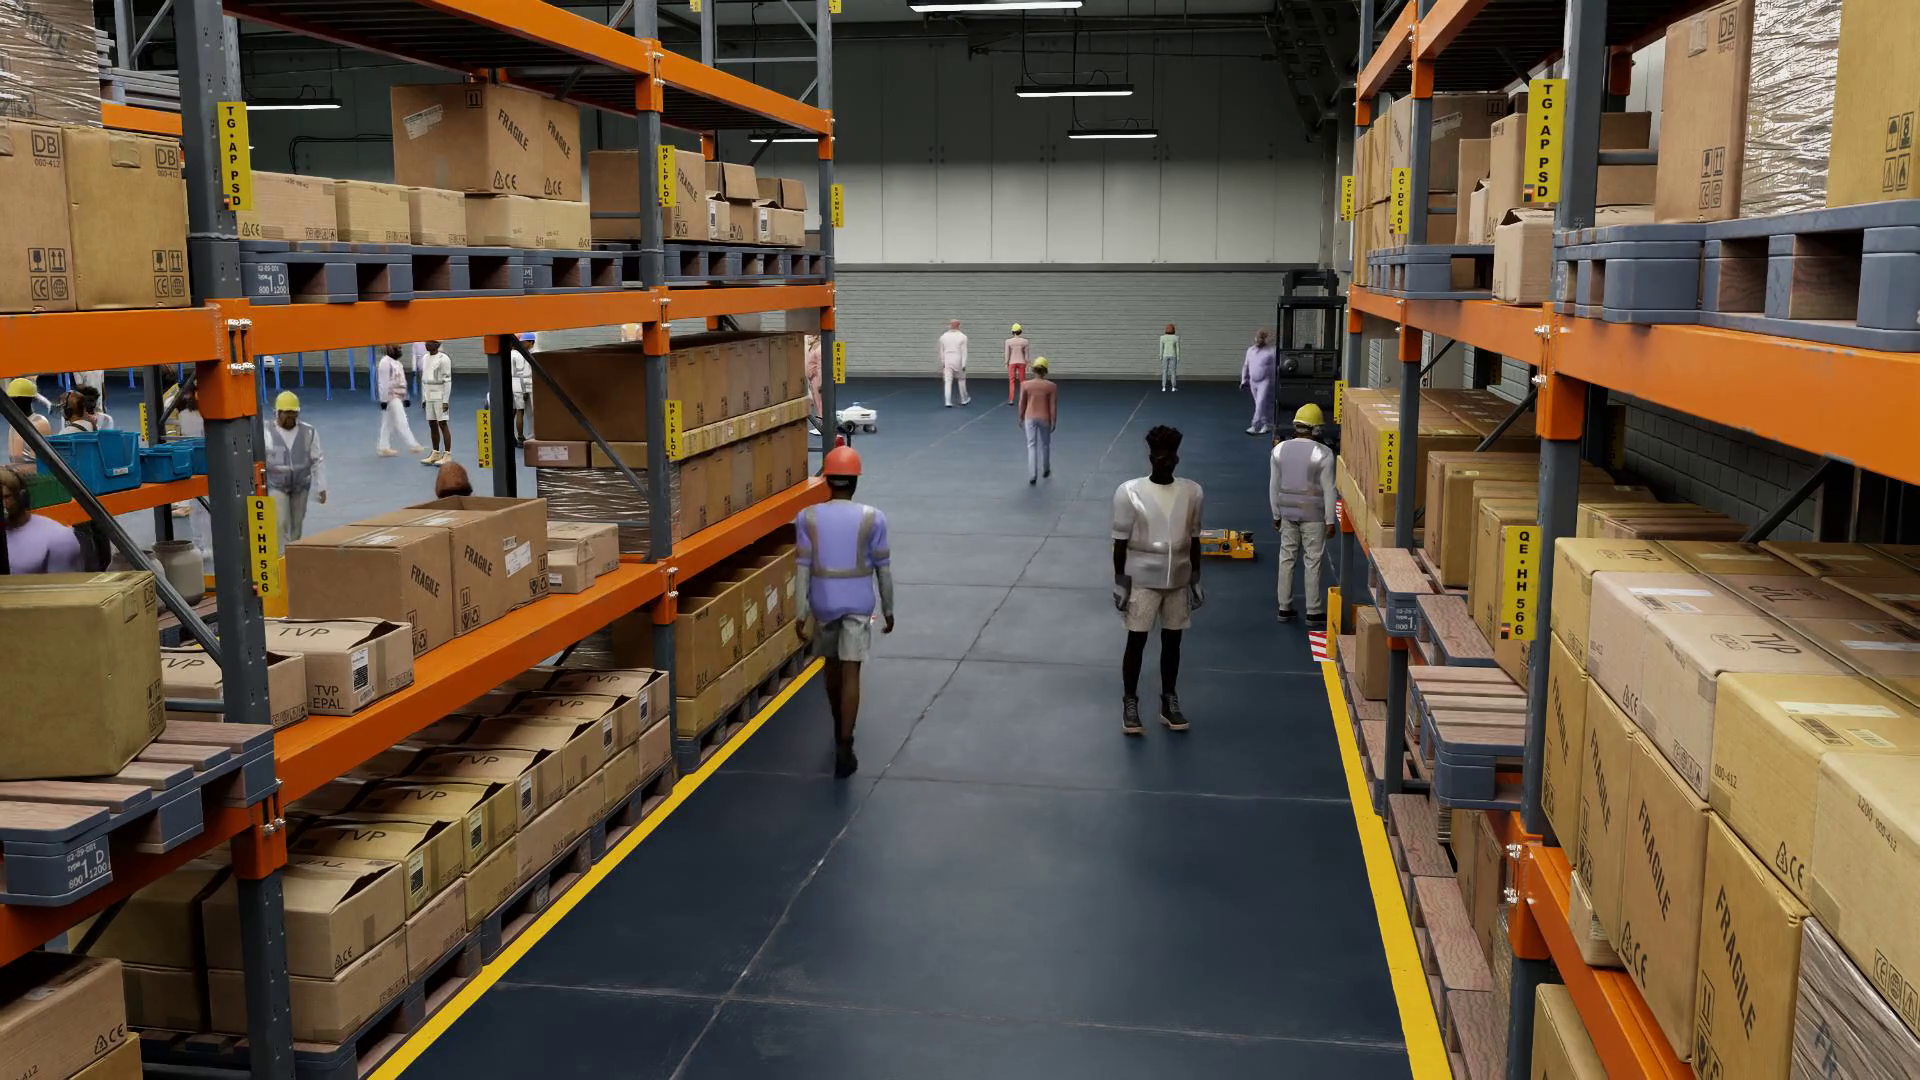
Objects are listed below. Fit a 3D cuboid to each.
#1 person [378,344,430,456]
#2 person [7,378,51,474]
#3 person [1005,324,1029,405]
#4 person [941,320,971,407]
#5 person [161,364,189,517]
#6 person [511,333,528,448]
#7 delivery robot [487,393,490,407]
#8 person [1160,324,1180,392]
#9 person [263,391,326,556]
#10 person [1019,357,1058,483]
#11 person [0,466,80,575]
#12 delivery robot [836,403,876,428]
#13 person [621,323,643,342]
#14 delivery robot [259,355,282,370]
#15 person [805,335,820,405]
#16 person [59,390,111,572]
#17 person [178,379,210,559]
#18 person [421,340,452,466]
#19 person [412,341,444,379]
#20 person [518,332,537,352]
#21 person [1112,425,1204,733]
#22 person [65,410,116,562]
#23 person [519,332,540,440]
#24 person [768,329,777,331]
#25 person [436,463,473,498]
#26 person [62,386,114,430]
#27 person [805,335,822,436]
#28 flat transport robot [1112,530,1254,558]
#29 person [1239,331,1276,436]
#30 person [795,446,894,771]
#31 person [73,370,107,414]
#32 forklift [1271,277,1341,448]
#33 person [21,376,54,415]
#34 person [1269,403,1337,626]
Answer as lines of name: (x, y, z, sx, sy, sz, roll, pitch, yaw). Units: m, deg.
person: (-8.806, -2.226, 26.259, 0.902, 1.802, 0.660, -1, 9, -3)
person: (-8.661, -0.542, 15.501, 0.586, 1.930, 0.361, 6, 11, 34)
person: (1.238, -3.821, 36.266, 0.535, 1.776, 0.348, -1, 9, -7)
person: (-0.088, -3.811, 35.871, 0.658, 1.855, 0.977, 3, 10, 20)
person: (-9.430, -1.204, 19.876, 0.621, 1.838, 0.429, 6, 11, 34)
person: (-7.330, -2.500, 27.550, 0.543, 1.939, 0.360, 8, 12, 41)
delivery robot: (-9.521, -2.912, 34.190, 0.477, 0.478, 0.707, -3, 10, -20)
person: (5.086, -4.415, 40.297, 0.504, 1.633, 0.279, 3, 10, 16)
person: (-6.296, -0.499, 15.661, 0.620, 1.780, 0.934, -7, 11, -35)
person: (1.089, -1.671, 23.106, 0.538, 1.718, 0.904, 1, 9, 6)
person: (-4.891, 0.568, 8.691, 0.630, 1.925, 0.434, 0, 9, -1)
delivery robot: (-1.882, -2.230, 29.985, 0.707, 0.478, 0.477, -5, 10, -27)
person: (-8.269, -4.843, 42.003, 0.543, 1.939, 0.356, -1, 9, -4)
delivery robot: (-19.795, -5.084, 47.585, 0.707, 0.478, 0.477, 1, 9, 9)
person: (-3.368, -3.925, 36.417, 0.638, 1.917, 0.744, -3, 10, -19)
person: (-7.964, -0.435, 15.098, 0.329, 1.844, 0.516, 1, 9, 5)
person: (-7.673, -0.731, 16.928, 0.521, 1.850, 0.631, 3, 10, 20)
person: (-7.883, -2.136, 24.967, 0.612, 2.048, 0.363, 7, 11, 36)
person: (-10.935, -3.571, 34.309, 0.617, 1.875, 0.964, -1, 9, -7)
person: (-9.739, -4.086, 37.291, 0.450, 1.962, 0.638, -9, 13, -43)
person: (1.261, 0.245, 10.541, 0.613, 1.962, 0.367, -2, 10, -15)
person: (-8.756, -0.545, 16.599, 0.858, 1.580, 0.489, 3, 10, 17)
person: (-7.082, -2.493, 27.474, 0.615, 1.946, 0.391, 9, 13, 43)
person: (-3.433, -2.998, 30.915, 0.575, 1.841, 0.375, 5, 10, 27)
person: (-3.522, 0.248, 11.690, 0.488, 1.578, 0.896, -5, 10, -27)
person: (-9.515, -0.851, 18.161, 0.545, 1.681, 0.516, -6, 11, -34)
person: (-2.571, -2.822, 29.710, 0.409, 1.895, 0.660, -3, 10, -17)
flat transport robot: (2.319, 0.022, 17.257, 1.431, 0.197, 0.652, 1, 9, 9)
person: (5.341, -2.797, 29.638, 1.003, 1.858, 0.639, -9, 13, -43)
person: (-0.688, 0.378, 9.983, 0.571, 1.880, 1.014, 1, 9, 5)
person: (-12.839, -1.978, 24.538, 0.335, 1.873, 0.521, 4, 10, 25)
forklift: (5.847, -3.016, 27.970, 1.129, 2.768, 1.873, 1, 9, 9)
person: (-18.393, -3.221, 32.944, 0.592, 1.618, 0.521, 0, 9, -2)
person: (2.861, -0.216, 13.791, 0.603, 1.830, 0.404, 8, 12, 42)
